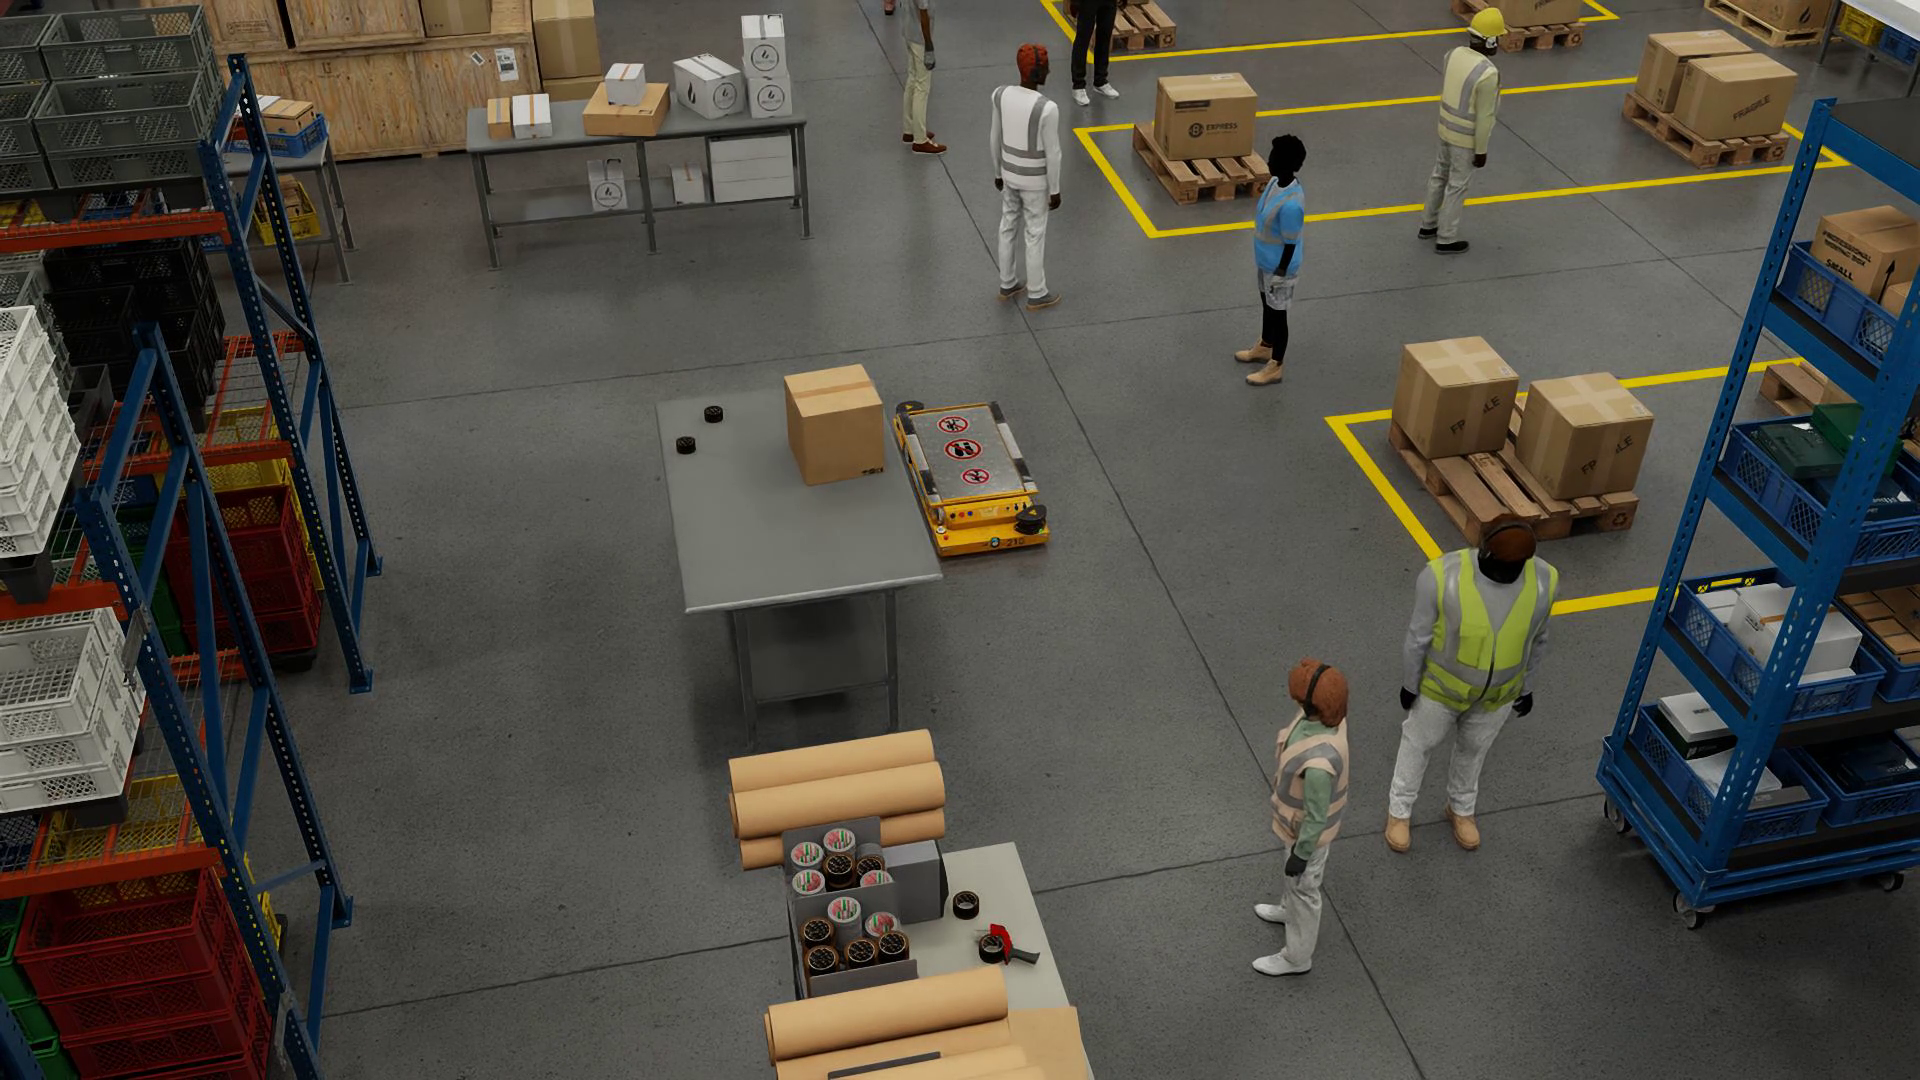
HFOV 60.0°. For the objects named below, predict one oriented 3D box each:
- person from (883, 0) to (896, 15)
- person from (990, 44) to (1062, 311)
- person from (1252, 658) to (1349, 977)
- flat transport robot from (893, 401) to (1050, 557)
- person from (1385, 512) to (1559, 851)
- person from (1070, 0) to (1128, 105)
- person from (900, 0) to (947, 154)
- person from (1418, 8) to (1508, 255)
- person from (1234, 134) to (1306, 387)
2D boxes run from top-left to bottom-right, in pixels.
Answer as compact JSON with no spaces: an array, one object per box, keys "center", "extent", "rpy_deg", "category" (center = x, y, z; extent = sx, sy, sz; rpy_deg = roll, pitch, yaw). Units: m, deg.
[{"center":[-0.553,-6.173,16.478],"extent":[0.652,1.902,0.400],"rpy_deg":[4,37,5],"category":"person"},{"center":[0.467,-2.512,11.565],"extent":[0.573,1.884,0.359],"rpy_deg":[29,45,33],"category":"person"},{"center":[1.416,1.149,6.848],"extent":[0.313,1.636,0.517],"rpy_deg":[7,37,10],"category":"person"},{"center":[0.046,-0.430,10.108],"extent":[0.652,0.197,1.431],"rpy_deg":[-8,37,-10],"category":"flat transport robot"},{"center":[2.253,0.641,7.367],"extent":[0.619,1.839,0.430],"rpy_deg":[0,37,0],"category":"person"},{"center":[1.211,-4.830,14.650],"extent":[0.596,1.920,0.380],"rpy_deg":[-20,41,-25],"category":"person"},{"center":[-0.320,-4.133,13.764],"extent":[0.314,1.860,0.535],"rpy_deg":[-12,38,-16],"category":"person"},{"center":[3.732,-3.012,12.290],"extent":[0.404,1.826,0.595],"rpy_deg":[-9,38,-12],"category":"person"},{"center":[2.042,-1.814,10.782],"extent":[0.318,1.696,0.536],"rpy_deg":[-2,37,-3],"category":"person"}]
